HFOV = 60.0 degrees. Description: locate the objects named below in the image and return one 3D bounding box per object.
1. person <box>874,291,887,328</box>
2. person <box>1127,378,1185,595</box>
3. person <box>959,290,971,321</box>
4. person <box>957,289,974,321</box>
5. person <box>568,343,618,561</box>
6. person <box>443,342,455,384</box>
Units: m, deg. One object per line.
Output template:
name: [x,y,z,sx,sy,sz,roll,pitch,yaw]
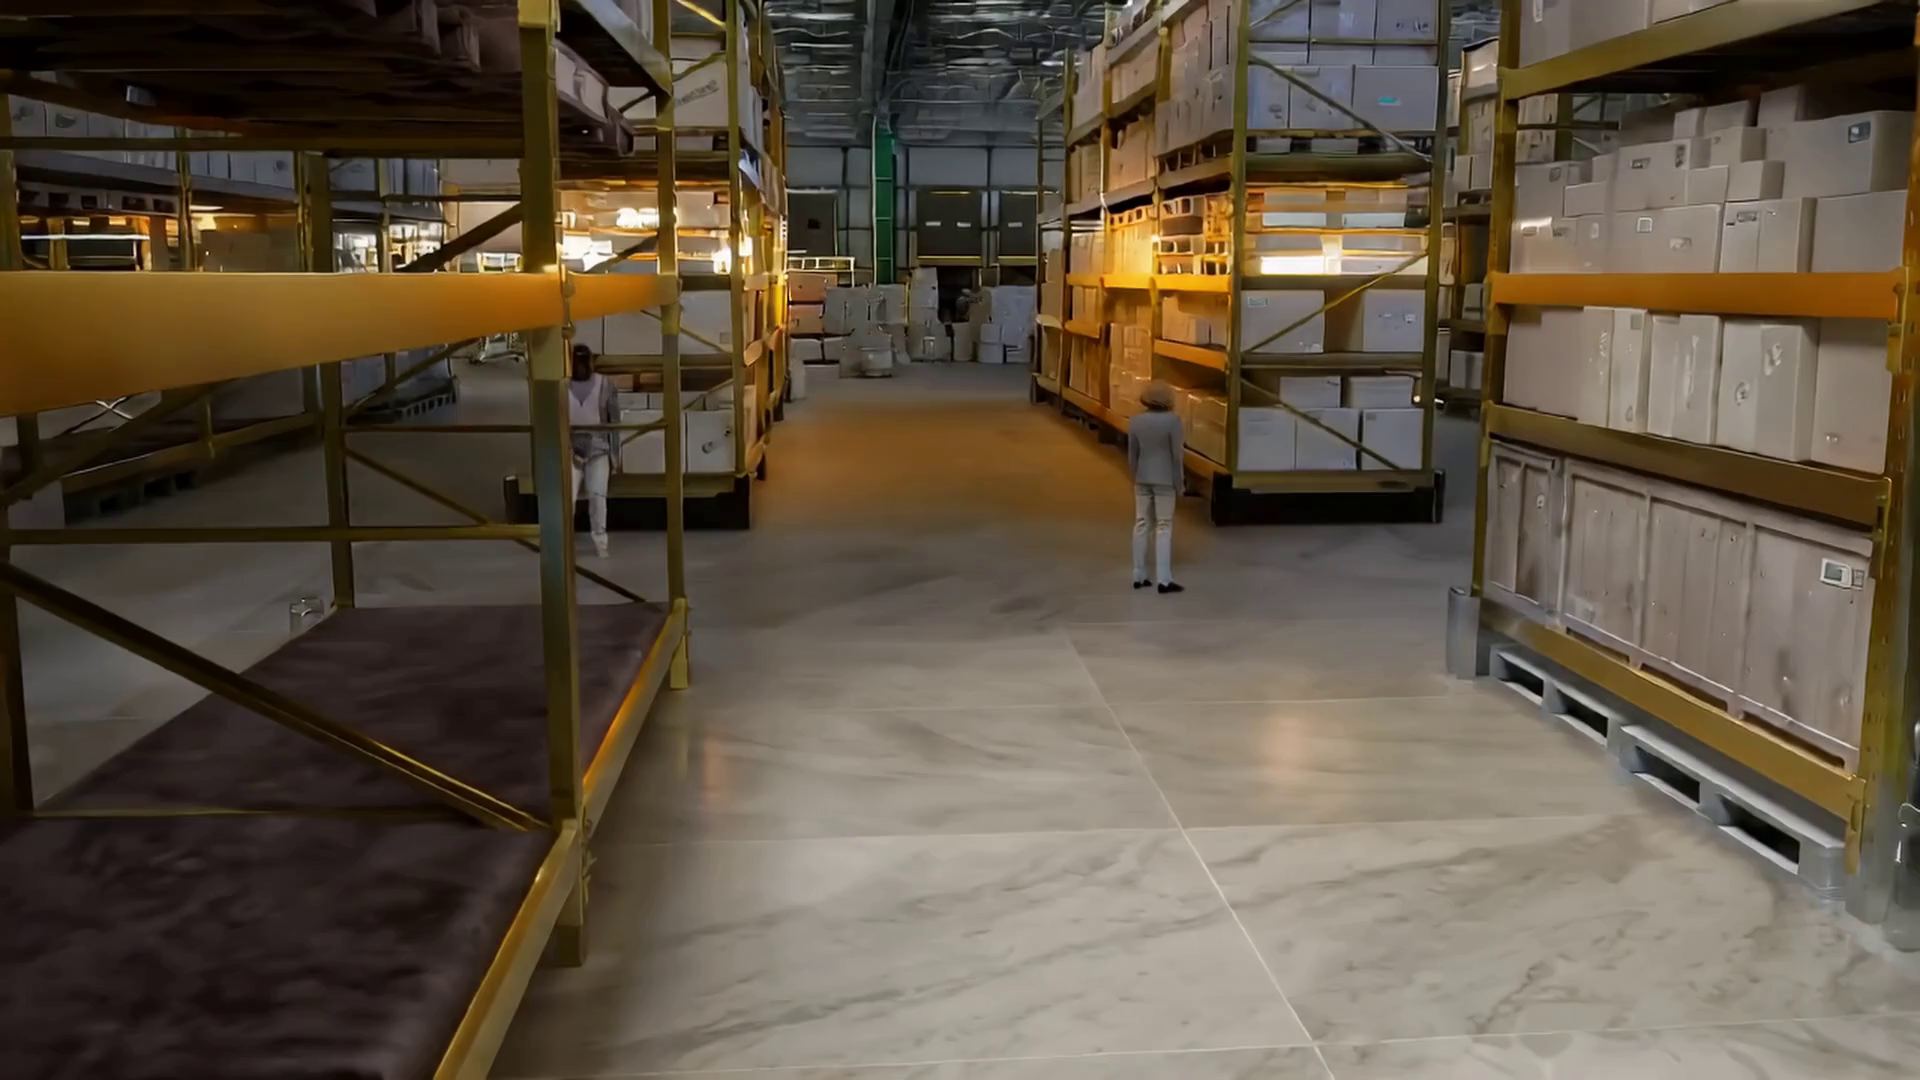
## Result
person: [-2.400,-6.506,49.980,0.453,1.922,0.651,0,9,1]
person: [1.485,-0.405,12.572,0.498,1.633,0.279,9,12,43]
person: [0.243,-7.501,56.305,0.913,1.910,0.641,-3,9,-17]
person: [0.197,-7.663,57.265,0.586,1.917,0.380,0,9,-3]
person: [-3.172,-0.729,13.959,0.624,1.844,0.429,-2,9,-15]
person: [-10.929,-3.951,34.931,0.805,1.595,0.523,-8,12,-42]
